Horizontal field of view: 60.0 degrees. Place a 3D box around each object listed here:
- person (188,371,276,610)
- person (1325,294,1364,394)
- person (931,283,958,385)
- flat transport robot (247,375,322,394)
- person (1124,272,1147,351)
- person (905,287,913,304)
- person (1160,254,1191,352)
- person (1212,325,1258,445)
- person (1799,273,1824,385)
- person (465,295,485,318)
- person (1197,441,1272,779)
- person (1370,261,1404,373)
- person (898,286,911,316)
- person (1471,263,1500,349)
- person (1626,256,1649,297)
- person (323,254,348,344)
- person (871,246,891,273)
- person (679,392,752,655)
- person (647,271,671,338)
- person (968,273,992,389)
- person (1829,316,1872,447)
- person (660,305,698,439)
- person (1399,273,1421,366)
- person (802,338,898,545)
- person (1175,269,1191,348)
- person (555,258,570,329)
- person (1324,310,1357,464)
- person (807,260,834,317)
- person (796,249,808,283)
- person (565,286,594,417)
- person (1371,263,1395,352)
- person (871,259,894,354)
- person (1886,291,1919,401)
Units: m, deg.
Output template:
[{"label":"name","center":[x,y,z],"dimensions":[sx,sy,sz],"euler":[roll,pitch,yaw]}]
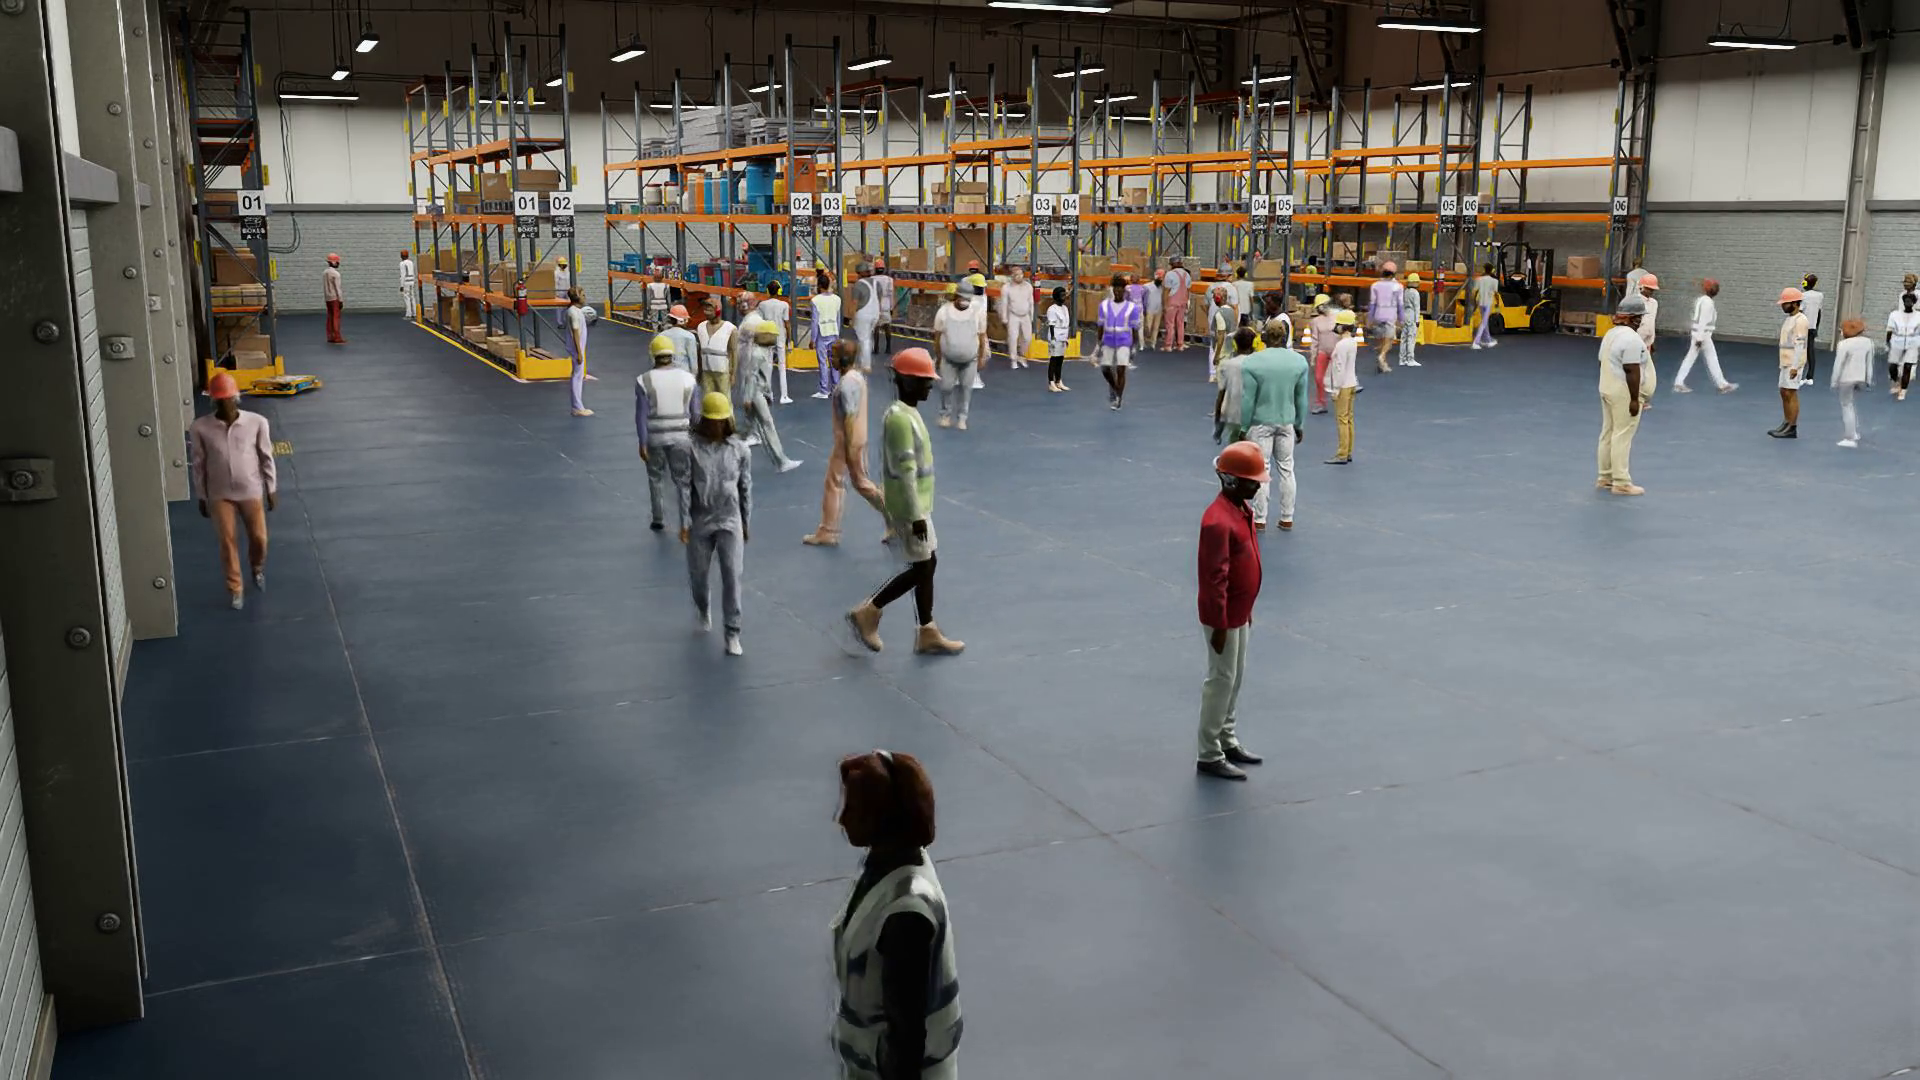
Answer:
[{"label":"person","center":[-5.334,-0.381,12.236],"dimensions":[0.565,1.740,0.513],"euler":[-5,12,-23]},{"label":"person","center":[6.103,-3.103,26.452],"dimensions":[0.510,1.588,0.904],"euler":[-4,12,-19]},{"label":"person","center":[-0.211,-3.446,27.874],"dimensions":[0.604,1.718,0.498],"euler":[-2,11,-9]},{"label":"flat transport robot","center":[-10.867,-2.508,26.787],"dimensions":[0.652,0.197,1.431],"euler":[0,11,0]},{"label":"person","center":[3.648,-4.758,34.730],"dimensions":[0.514,1.640,0.315],"euler":[-2,11,-10]},{"label":"person","center":[-1.465,-7.447,48.429],"dimensions":[0.314,1.633,0.519],"euler":[2,11,12]},{"label":"person","center":[4.462,-4.956,34.715],"dimensions":[0.684,2.000,0.535],"euler":[-8,14,-37]},{"label":"person","center":[2.593,-1.062,15.473],"dimensions":[0.545,1.836,0.642],"euler":[7,13,33]},{"label":"person","center":[14.181,-3.529,27.899],"dimensions":[0.514,1.873,0.329],"euler":[-3,12,-15]},{"label":"person","center":[-13.503,-6.952,45.756],"dimensions":[0.589,1.703,0.626],"euler":[6,13,27]},{"label":"person","center":[1.399,0.355,8.503],"dimensions":[0.352,1.738,0.574],"euler":[5,12,22]},{"label":"person","center":[7.611,-3.977,29.799],"dimensions":[0.617,2.027,0.769],"euler":[8,14,36]},{"label":"person","center":[-1.549,-7.107,46.384],"dimensions":[0.626,1.745,0.542],"euler":[3,12,17]},{"label":"person","center":[11.225,-4.982,35.420],"dimensions":[1.007,1.820,0.543],"euler":[-10,15,-40]},{"label":"person","center":[14.616,-5.157,35.999],"dimensions":[0.627,1.941,0.371],"euler":[-6,13,-27]},{"label":"person","center":[-13.766,-5.297,36.607],"dimensions":[0.619,1.990,0.397],"euler":[10,15,40]},{"label":"person","center":[-2.209,-7.418,47.420],"dimensions":[0.636,1.973,1.085],"euler":[0,11,0]},{"label":"person","center":[-1.619,-0.138,11.047],"dimensions":[0.491,1.717,0.681],"euler":[-2,11,-10]},{"label":"person","center":[-6.457,-4.946,35.692],"dimensions":[0.522,1.638,0.310],"euler":[-3,12,-16]},{"label":"person","center":[0.280,-3.418,27.281],"dimensions":[0.447,1.895,0.595],"euler":[10,15,43]},{"label":"person","center":[10.978,-1.958,20.557],"dimensions":[0.537,1.608,0.460],"euler":[-3,12,-16]},{"label":"person","center":[-3.468,-2.025,20.563],"dimensions":[0.564,1.748,0.339],"euler":[5,12,25]},{"label":"person","center":[8.552,-4.173,31.499],"dimensions":[0.297,1.744,0.487],"euler":[-4,12,-21]},{"label":"person","center":[-0.910,-0.838,14.363],"dimensions":[0.876,1.821,0.511],"euler":[2,11,11]},{"label":"person","center":[4.757,-4.932,35.503],"dimensions":[0.320,1.686,0.539],"euler":[-2,11,-9]},{"label":"person","center":[-9.904,-6.163,41.552],"dimensions":[0.308,1.769,0.525],"euler":[6,13,28]},{"label":"person","center":[4.401,-1.757,19.152],"dimensions":[0.300,1.772,0.532],"euler":[6,13,28]},{"label":"person","center":[-2.927,-4.895,34.753],"dimensions":[0.592,1.909,0.658],"euler":[-5,12,-23]},{"label":"person","center":[-5.072,-8.281,52.386],"dimensions":[0.575,1.739,0.348],"euler":[-2,11,-11]},{"label":"person","center":[-5.420,-2.674,23.620],"dimensions":[0.337,1.845,0.514],"euler":[-3,12,-16]},{"label":"person","center":[8.852,-4.827,34.582],"dimensions":[0.388,1.838,0.563],"euler":[-2,11,-11]},{"label":"person","center":[-1.626,-4.765,34.006],"dimensions":[0.543,1.941,0.353],"euler":[-3,12,-17]},{"label":"person","center":[14.554,-2.989,25.615],"dimensions":[0.544,1.681,0.407],"euler":[7,13,32]}]
